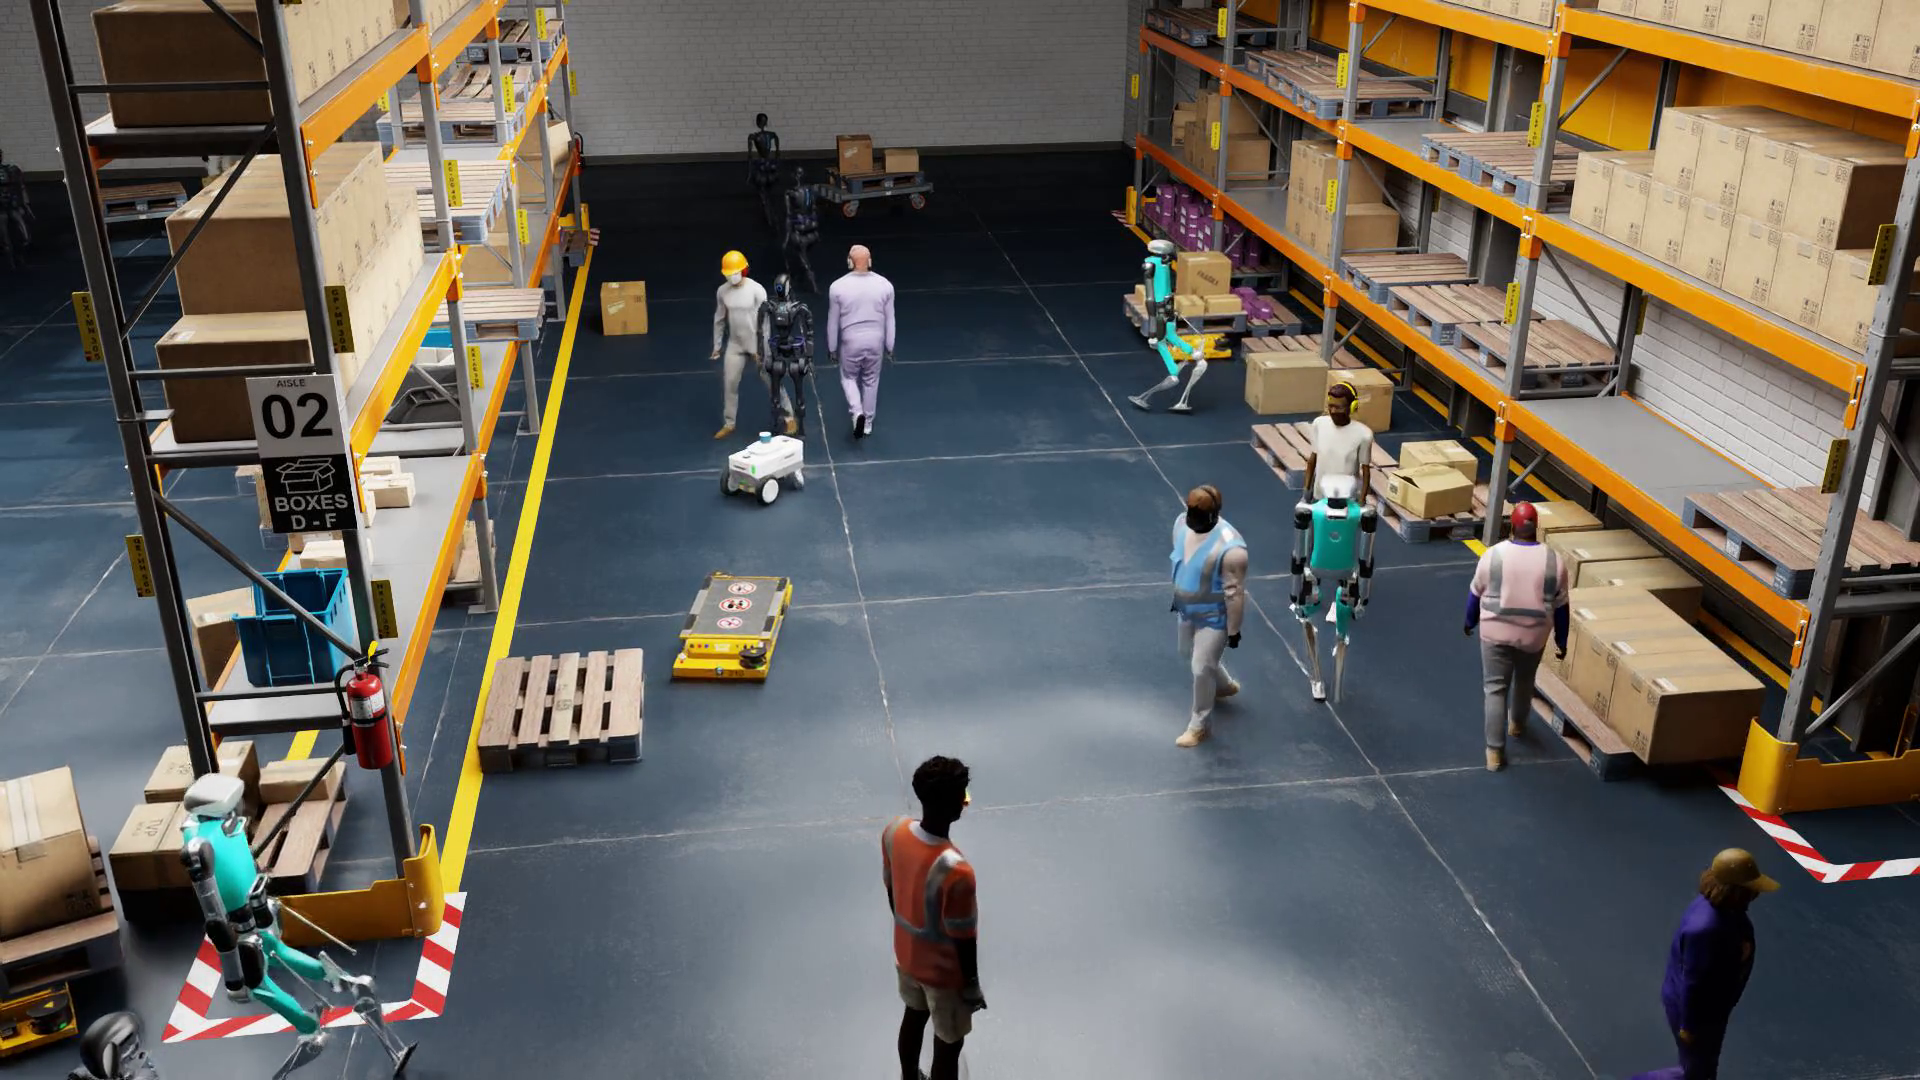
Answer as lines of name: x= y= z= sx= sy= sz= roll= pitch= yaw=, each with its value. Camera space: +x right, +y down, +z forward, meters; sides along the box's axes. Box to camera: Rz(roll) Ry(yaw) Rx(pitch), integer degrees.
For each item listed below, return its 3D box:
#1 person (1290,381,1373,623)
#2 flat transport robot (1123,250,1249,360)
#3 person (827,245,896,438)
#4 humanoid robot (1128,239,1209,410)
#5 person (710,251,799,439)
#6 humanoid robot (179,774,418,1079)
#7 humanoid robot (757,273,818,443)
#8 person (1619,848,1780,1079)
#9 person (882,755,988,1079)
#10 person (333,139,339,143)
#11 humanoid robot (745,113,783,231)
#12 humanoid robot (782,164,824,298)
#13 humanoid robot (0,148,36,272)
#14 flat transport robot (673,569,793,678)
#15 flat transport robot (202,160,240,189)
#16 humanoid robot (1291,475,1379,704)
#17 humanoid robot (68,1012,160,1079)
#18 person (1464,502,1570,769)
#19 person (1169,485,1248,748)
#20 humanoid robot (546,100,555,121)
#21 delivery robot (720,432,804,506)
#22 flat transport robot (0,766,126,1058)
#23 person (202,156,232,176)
person: x=2.773 y=-0.289 z=12.353 sx=0.529 sy=1.864 sz=0.309 roll=18 pitch=29 yaw=35
flat transport robot: x=2.591 y=-2.368 z=19.073 sx=0.659 sy=0.231 sz=1.431 roll=-3 pitch=24 yaw=-8
person: x=-0.932 y=-1.863 z=15.911 sx=0.666 sy=1.880 sz=0.598 roll=-5 pitch=24 yaw=-12
humanoid robot: x=2.168 y=-2.102 z=16.618 sx=0.890 sy=1.744 sz=0.557 roll=13 pitch=27 yaw=27
person: x=-2.015 y=-1.876 z=15.988 sx=0.795 sy=1.857 sz=0.547 roll=6 pitch=24 yaw=13
humanoid robot: x=-2.966 y=1.859 z=7.645 sx=0.932 sy=1.788 sz=0.543 roll=-2 pitch=24 yaw=-5
humanoid robot: x=-1.646 y=-1.730 z=15.849 sx=0.599 sy=1.657 sz=0.315 roll=3 pitch=24 yaw=7
person: x=3.248 y=2.042 z=7.341 sx=0.435 sy=1.611 sz=0.473 roll=20 pitch=31 yaw=38
person: x=-0.098 y=1.834 z=7.408 sx=0.382 sy=1.964 sz=0.606 roll=-16 pitch=28 yaw=-32
person: x=-9.863 y=-6.236 z=26.219 sx=0.757 sy=1.606 sz=0.508 roll=-10 pitch=25 yaw=-21
humanoid robot: x=-2.865 y=-5.354 z=24.138 sx=0.609 sy=1.641 sz=0.585 roll=-19 pitch=30 yaw=-36
humanoid robot: x=-1.988 y=-3.867 z=20.807 sx=0.794 sy=1.620 sz=0.608 roll=17 pitch=29 yaw=34
humanoid robot: x=-12.495 y=-4.342 z=21.815 sx=0.431 sy=1.647 sz=0.601 roll=22 pitch=32 yaw=40
flat transport robot: x=-1.657 y=0.610 z=12.287 sx=0.659 sy=0.231 sz=1.431 roll=1 pitch=24 yaw=2
flat transport robot: x=-10.524 y=-4.953 z=24.962 sx=1.431 sy=0.231 sz=0.659 roll=6 pitch=24 yaw=13
humanoid robot: x=2.466 y=0.333 z=11.155 sx=0.544 sy=1.815 sz=0.809 roll=4 pitch=24 yaw=9
humanoid robot: x=-3.075 y=2.487 z=6.244 sx=0.589 sy=1.650 sz=0.373 roll=7 pitch=25 yaw=15
person: x=3.540 y=0.556 z=10.621 sx=0.625 sy=1.708 sz=0.808 roll=4 pitch=24 yaw=9
person: x=1.662 y=0.441 z=10.765 sx=0.668 sy=1.815 sz=0.649 roll=-13 pitch=27 yaw=-27
humanoid robot: x=-6.758 y=-6.532 z=26.807 sx=0.613 sy=1.643 sz=0.363 roll=7 pitch=25 yaw=16
delivery robot: x=-1.730 y=-0.665 z=14.821 sx=0.518 sy=0.581 sz=0.752 roll=16 pitch=28 yaw=32
flat transport robot: x=-5.023 y=2.213 z=8.637 sx=0.659 sy=0.231 sz=1.431 roll=-14 pitch=27 yaw=-28
person: x=-11.268 y=-5.972 z=25.333 sx=0.663 sy=1.827 sz=0.652 roll=9 pitch=25 yaw=20
